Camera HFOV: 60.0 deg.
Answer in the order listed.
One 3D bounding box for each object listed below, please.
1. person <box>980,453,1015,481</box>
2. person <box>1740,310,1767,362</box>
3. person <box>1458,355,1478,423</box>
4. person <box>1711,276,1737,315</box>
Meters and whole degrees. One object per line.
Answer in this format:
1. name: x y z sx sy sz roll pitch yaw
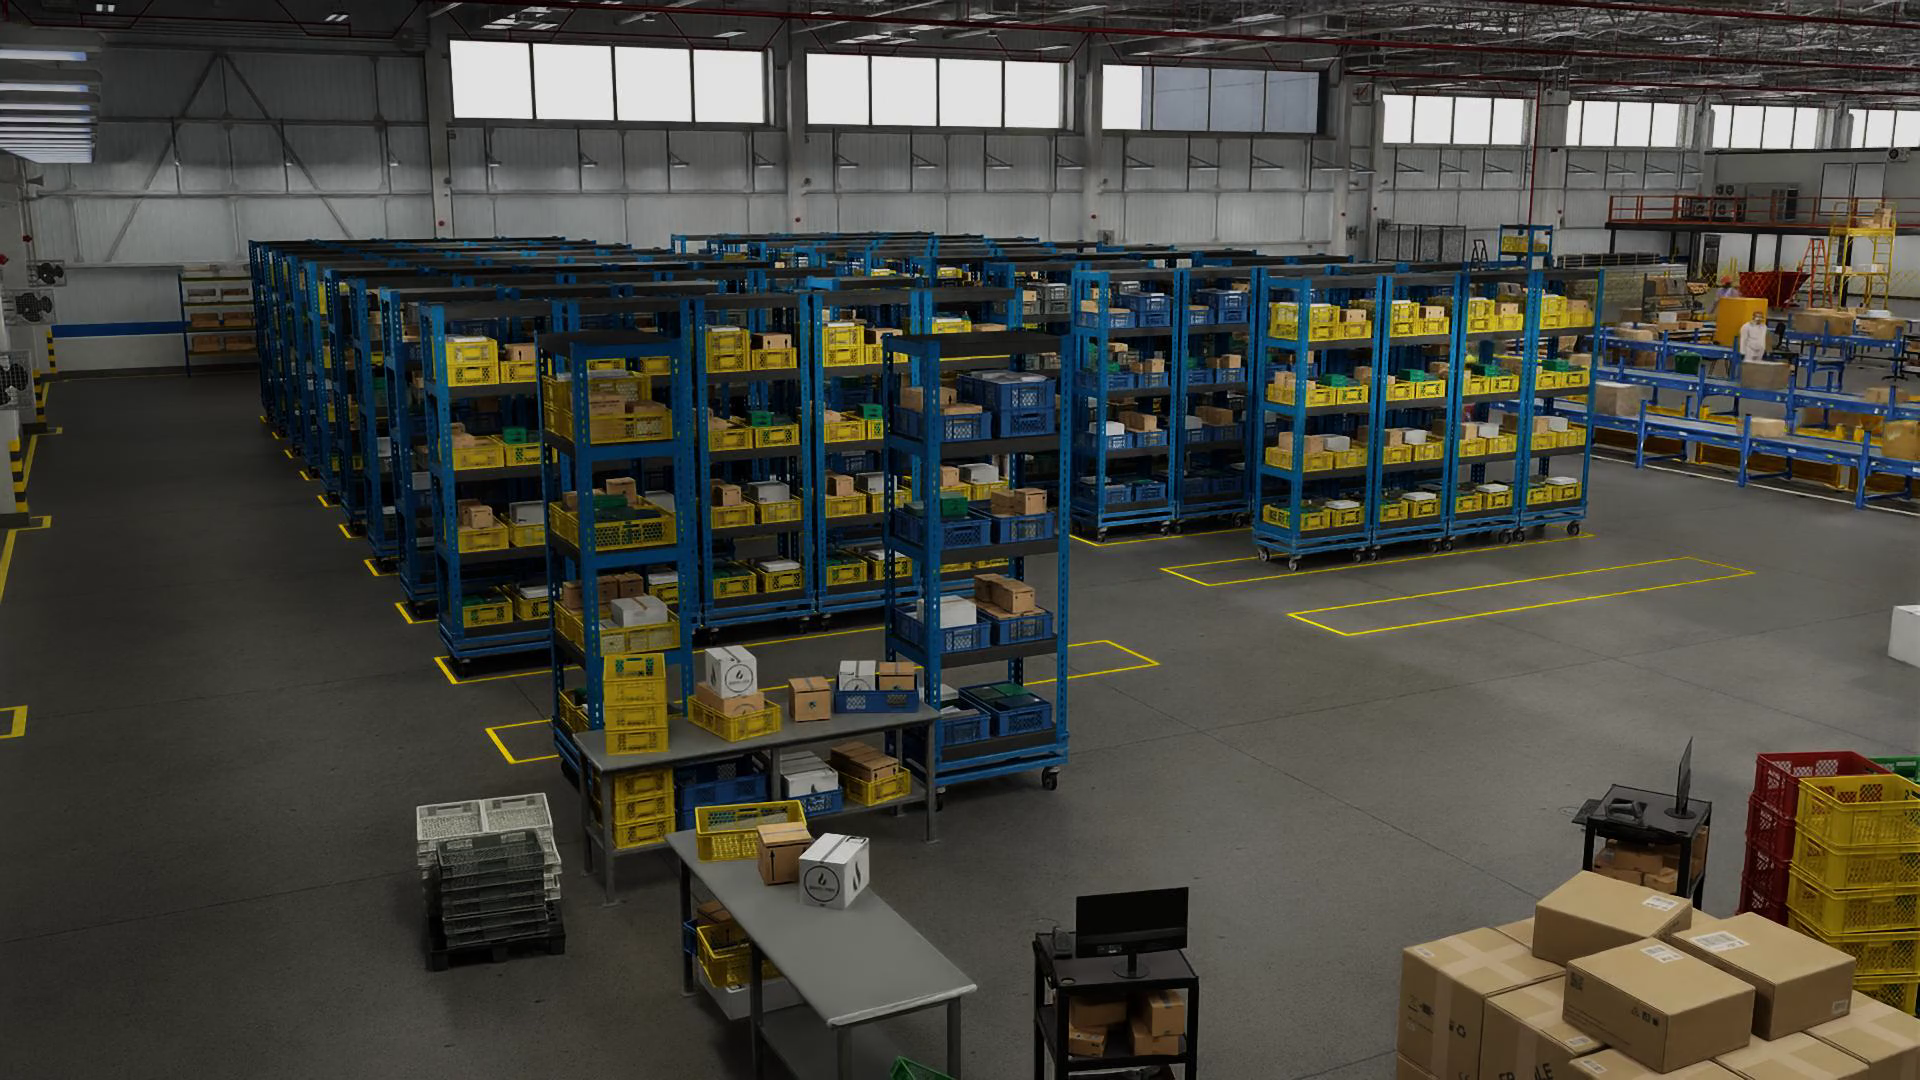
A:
1. person: 0.571 -1.282 23.591 0.608 1.995 0.377 0 12 -1
2. person: 17.981 -4.244 37.675 0.639 1.902 0.406 -3 12 -12
3. person: 8.968 -2.424 29.544 0.529 1.734 0.811 -5 13 -24
4. person: 23.226 -7.002 50.364 1.032 2.004 0.608 -6 14 -28
